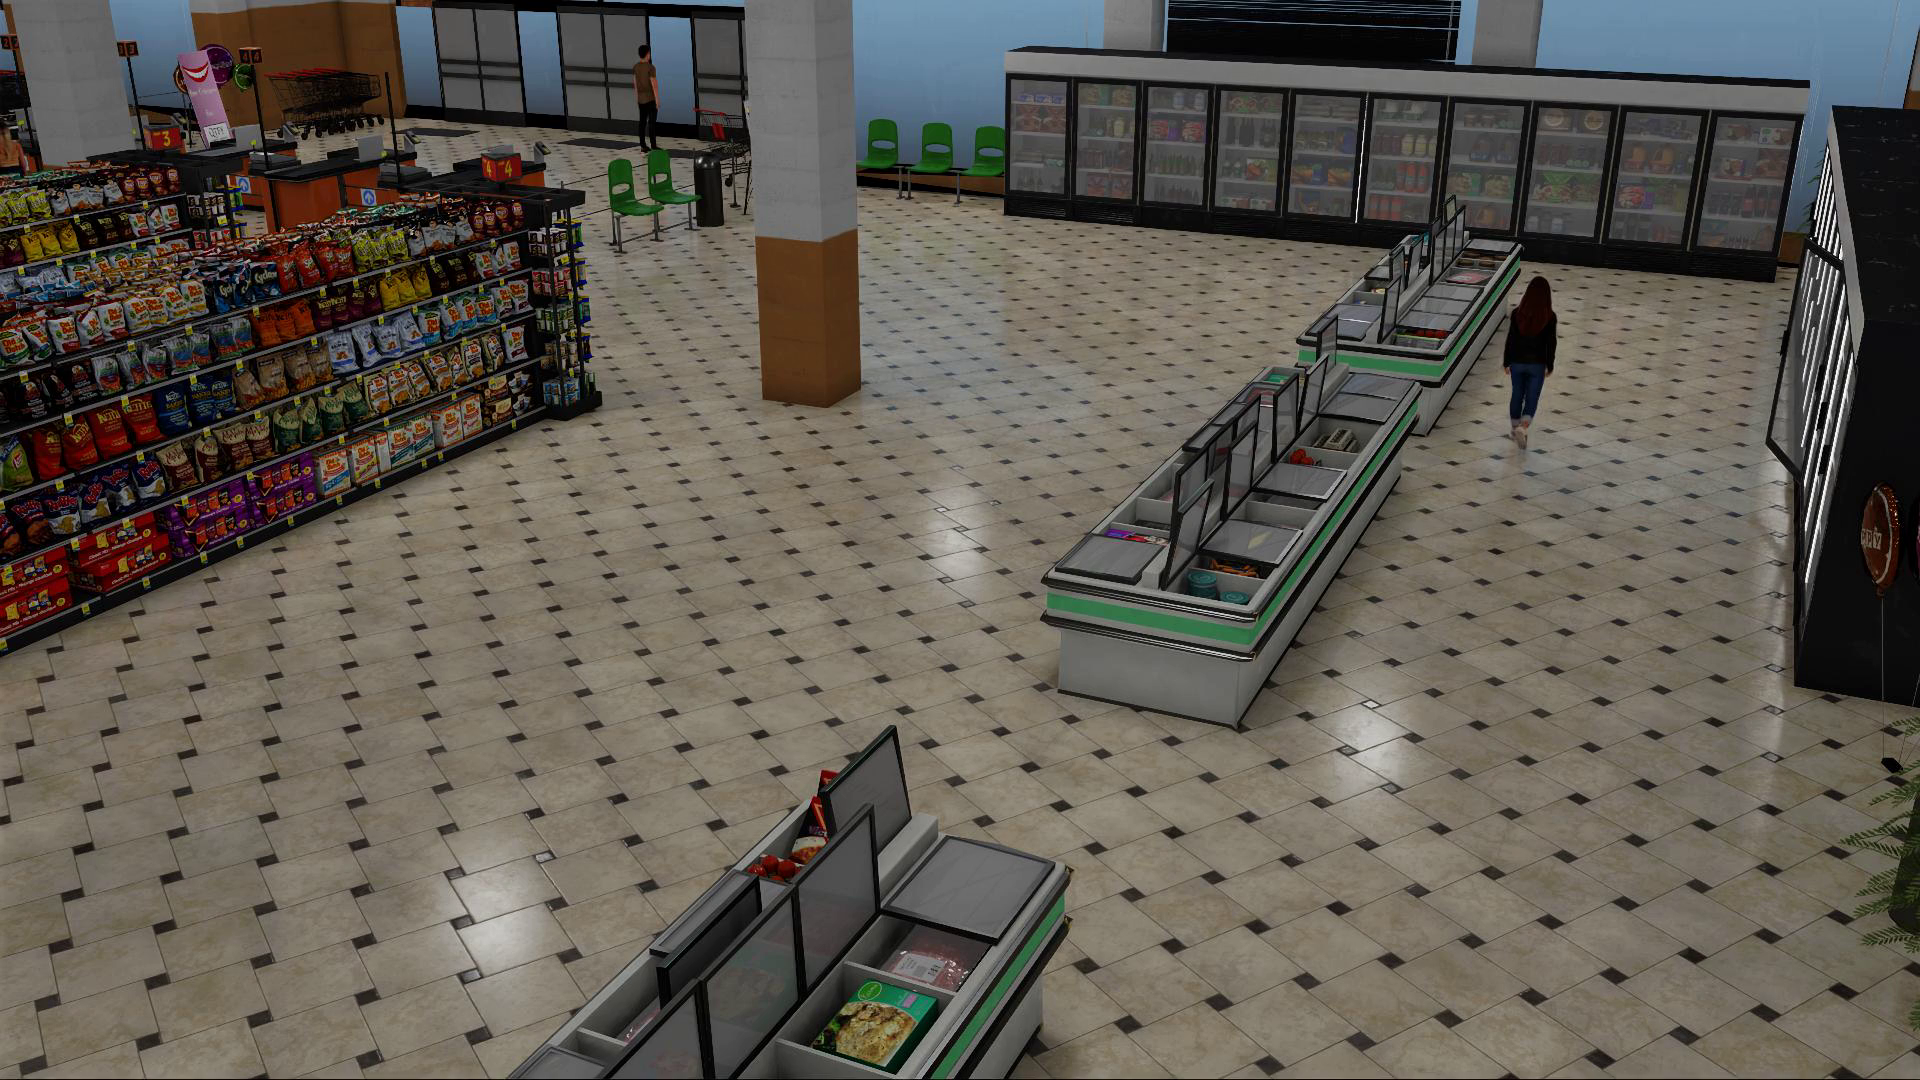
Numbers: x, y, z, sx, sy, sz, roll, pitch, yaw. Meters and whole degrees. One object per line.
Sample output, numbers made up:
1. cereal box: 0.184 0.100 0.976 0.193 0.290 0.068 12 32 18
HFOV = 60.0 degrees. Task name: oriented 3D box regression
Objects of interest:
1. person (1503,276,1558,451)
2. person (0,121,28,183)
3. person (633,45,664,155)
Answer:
1. person: 4.840 -1.495 14.182 0.569 1.465 0.877 10 24 24
2. person: -12.467 -4.688 21.907 0.684 1.629 0.540 18 28 37
3. person: -5.492 -7.723 29.163 0.696 1.851 0.629 15 26 33
